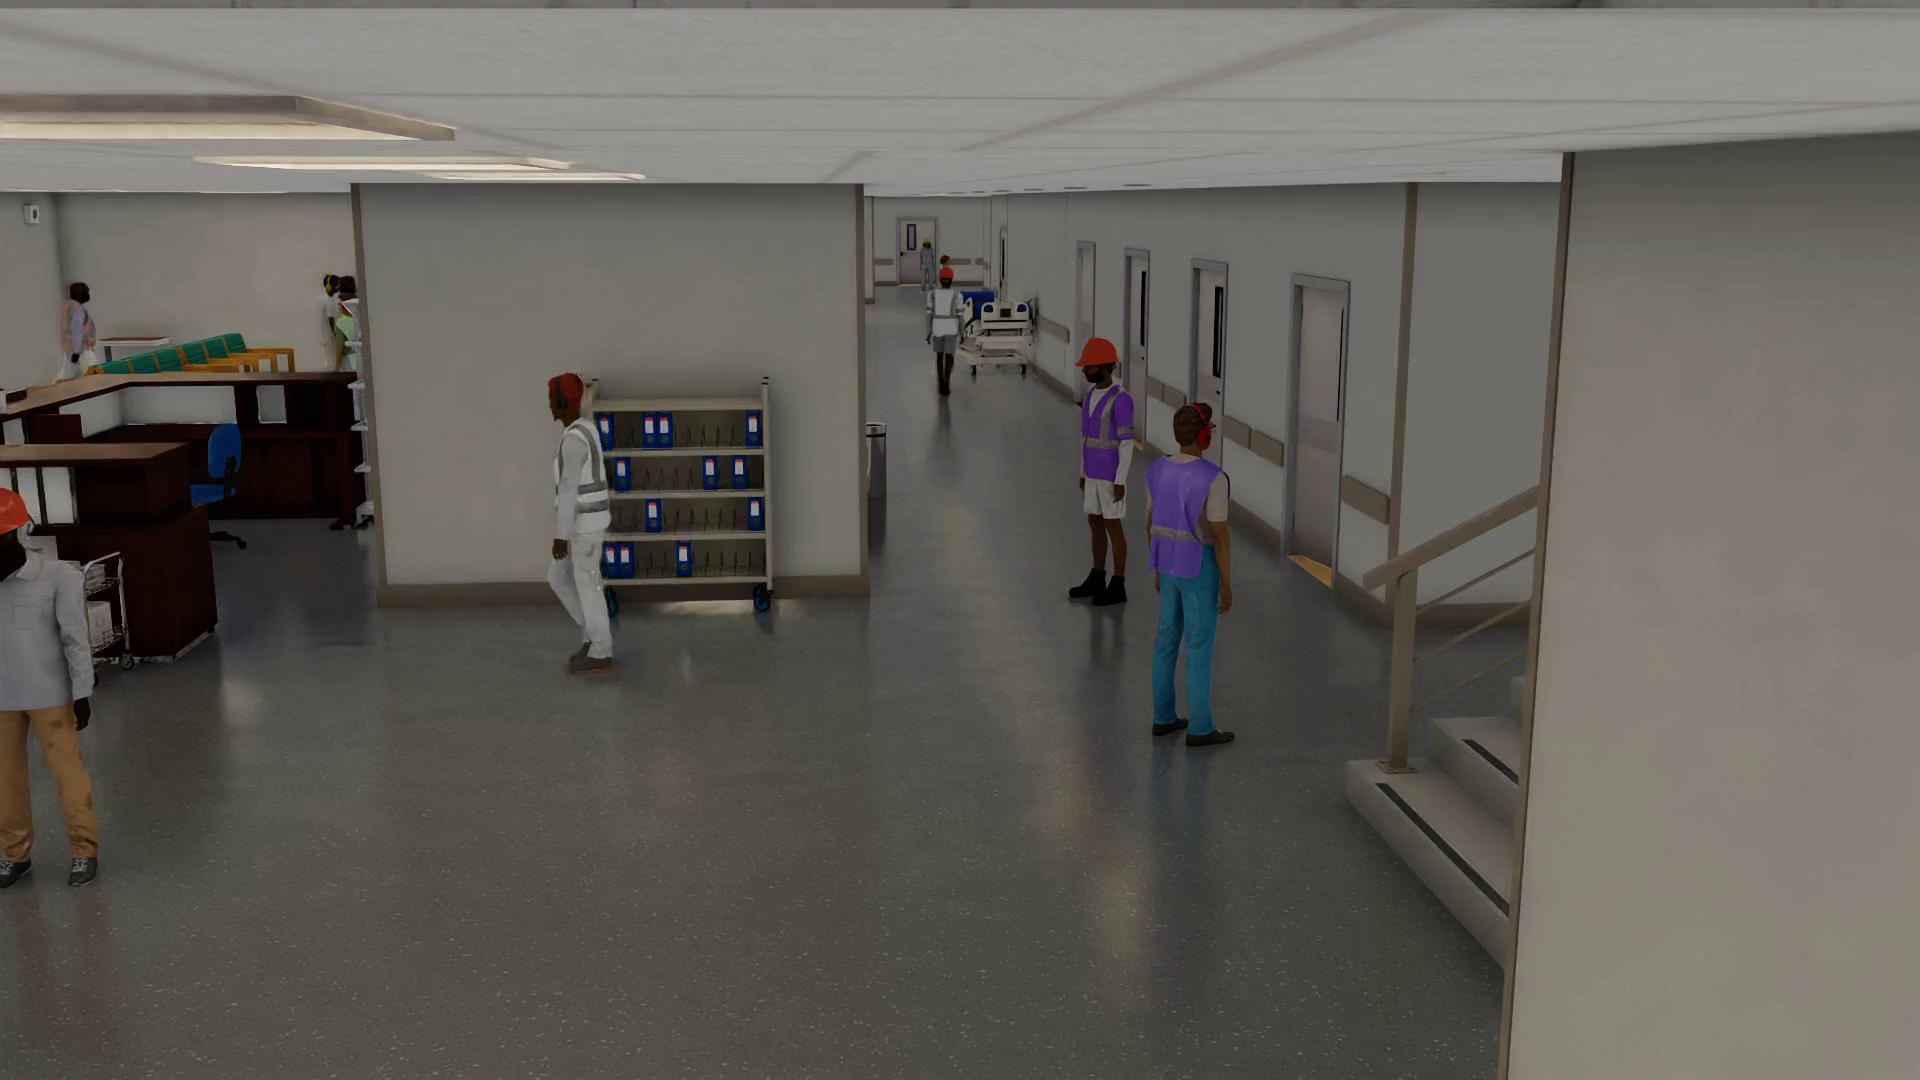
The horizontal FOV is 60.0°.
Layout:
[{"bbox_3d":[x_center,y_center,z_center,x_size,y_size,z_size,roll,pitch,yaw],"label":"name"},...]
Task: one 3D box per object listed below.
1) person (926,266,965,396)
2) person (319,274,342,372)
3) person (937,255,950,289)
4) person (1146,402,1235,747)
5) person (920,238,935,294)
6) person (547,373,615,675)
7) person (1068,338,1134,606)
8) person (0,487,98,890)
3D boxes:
[{"bbox_3d":[-0.190,-3.146,25.031,0.571,1.916,0.719,3,12,13],"label":"person"},{"bbox_3d":[-9.085,-2.929,24.140,0.498,1.845,0.545,-4,12,-20],"label":"person"},{"bbox_3d":[-0.372,-5.816,38.772,0.309,1.638,0.514,-2,12,-9],"label":"person"},{"bbox_3d":[1.218,0.187,8.918,0.389,1.850,0.566,-9,15,-38],"label":"person"},{"bbox_3d":[-1.022,-8.555,51.899,0.489,1.741,0.321,2,12,8],"label":"person"},{"bbox_3d":[-2.353,-0.093,10.225,0.435,1.867,0.597,-2,12,-11],"label":"person"},{"bbox_3d":[1.018,-0.491,12.020,0.374,1.934,0.549,-6,13,-27],"label":"person"},{"bbox_3d":[-3.951,0.632,7.008,0.563,1.742,0.361,-1,12,-5],"label":"person"}]
